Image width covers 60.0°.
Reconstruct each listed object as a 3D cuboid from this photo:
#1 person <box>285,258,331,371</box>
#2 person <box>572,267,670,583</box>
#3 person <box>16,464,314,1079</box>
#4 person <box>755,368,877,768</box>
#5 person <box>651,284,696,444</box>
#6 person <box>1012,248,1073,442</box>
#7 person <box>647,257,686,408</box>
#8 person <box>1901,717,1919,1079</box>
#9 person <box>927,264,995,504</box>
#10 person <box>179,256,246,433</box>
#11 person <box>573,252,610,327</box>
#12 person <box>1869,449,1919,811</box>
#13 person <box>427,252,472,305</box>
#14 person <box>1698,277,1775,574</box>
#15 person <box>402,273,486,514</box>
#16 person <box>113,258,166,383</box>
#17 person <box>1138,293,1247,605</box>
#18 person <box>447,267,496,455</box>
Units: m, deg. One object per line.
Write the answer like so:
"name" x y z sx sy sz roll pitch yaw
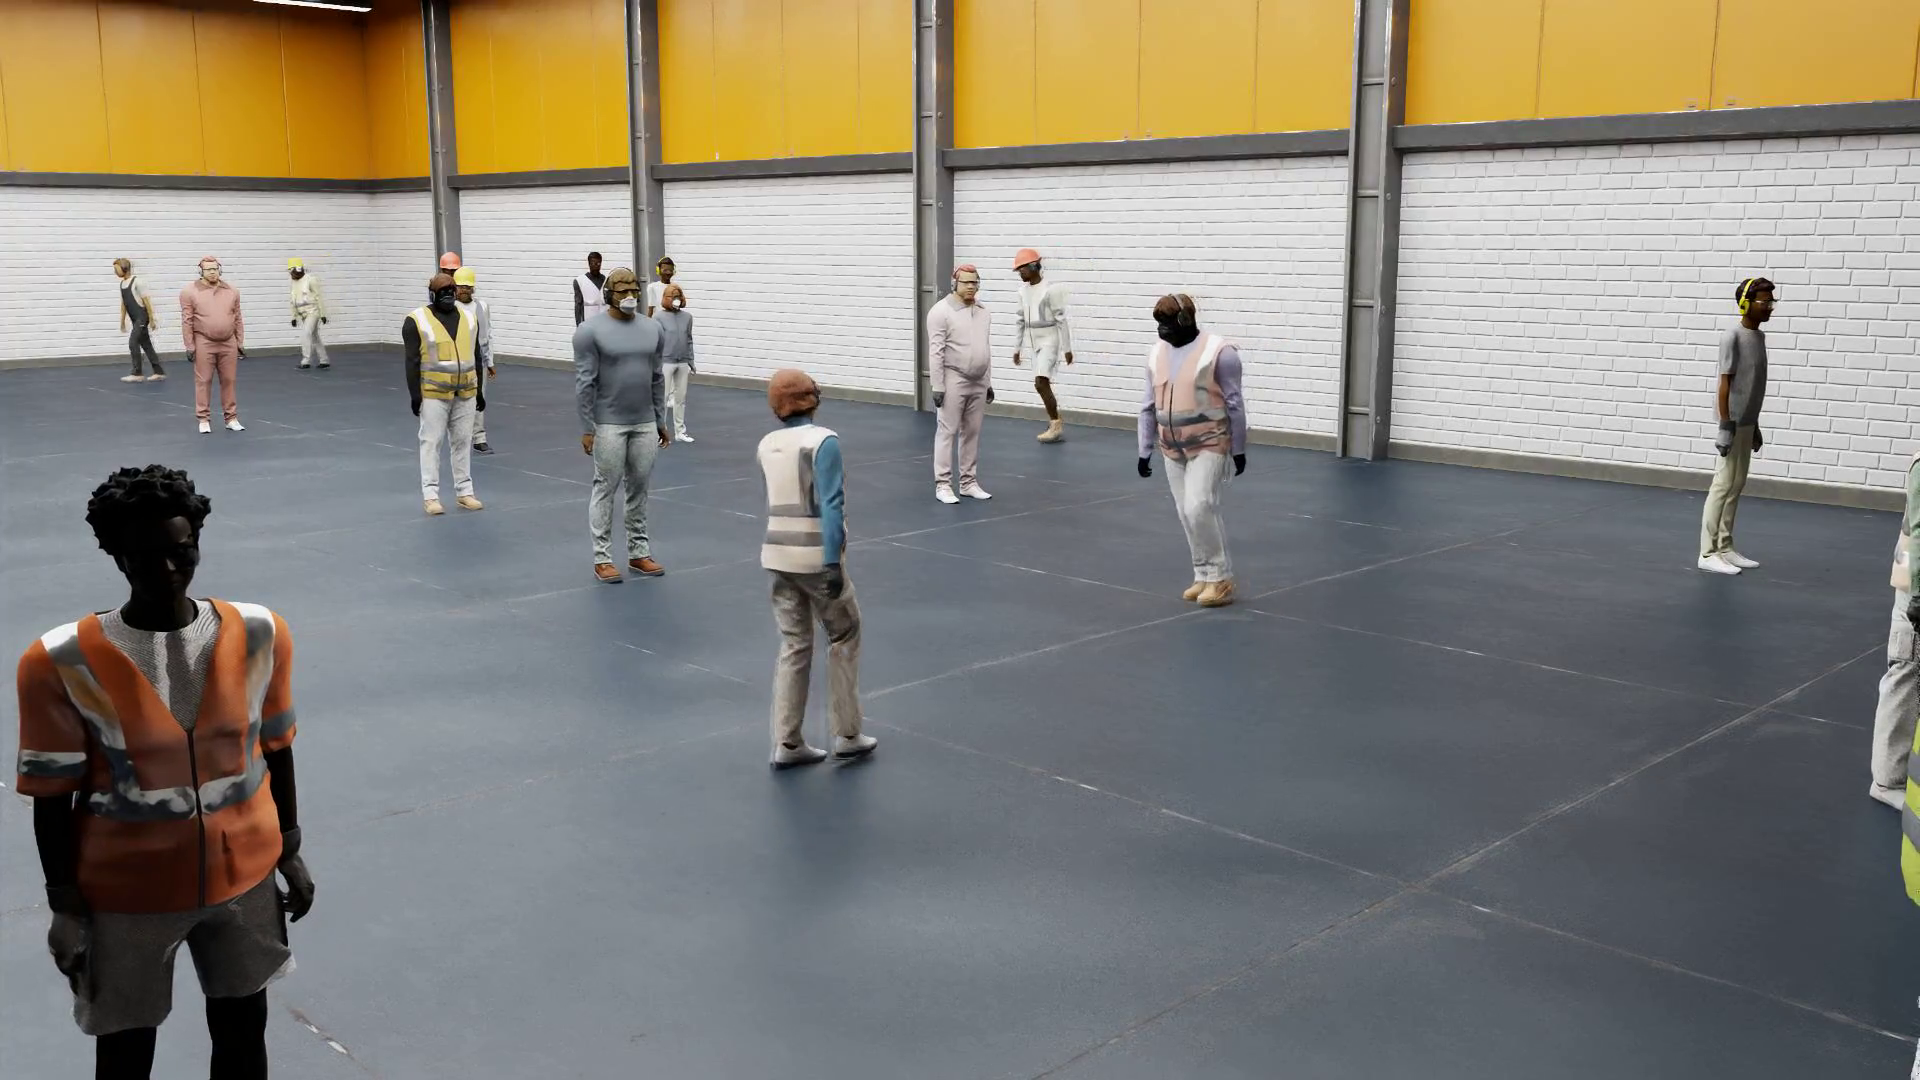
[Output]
"person" -10.319 -3.544 26.193 0.596 1.777 0.814 8 13 37
"person" -2.081 -0.713 10.312 0.631 1.938 0.362 -9 14 -42
"person" -1.565 0.686 3.339 0.538 1.695 0.320 -9 14 -42
"person" -0.608 0.110 6.737 0.580 1.592 0.521 9 14 40
"person" -2.938 -1.803 17.085 0.503 1.632 0.271 -9 14 -42
"person" 0.841 -1.995 17.135 0.633 1.993 0.624 -7 12 -33
"person" -3.597 -2.535 20.447 0.521 1.865 0.319 -9 14 -42
"person" 1.959 0.672 3.031 0.627 1.840 0.429 -9 14 -42
"person" 0.039 -1.248 13.324 0.645 1.905 0.400 -9 14 -42
"person" -8.078 -2.117 18.054 0.645 1.907 0.400 -9 14 -42
"person" -4.842 -2.859 22.071 0.591 1.916 0.383 -9 14 -42
"person" 3.636 0.192 6.188 0.517 1.639 0.313 -9 14 -42
"person" -5.824 -2.331 19.137 0.549 1.936 0.377 -9 14 -42
"person" 4.965 -0.726 10.572 0.521 1.870 0.319 -9 14 -42
"person" -3.950 -1.128 12.836 0.627 1.843 0.429 -9 14 -42
"person" -12.008 -3.185 24.182 0.505 1.792 0.792 9 13 39
"person" 1.349 -0.525 9.674 0.508 1.802 0.638 -10 14 -43
"person" -4.784 -1.730 16.151 0.595 1.828 0.403 -9 14 -42
